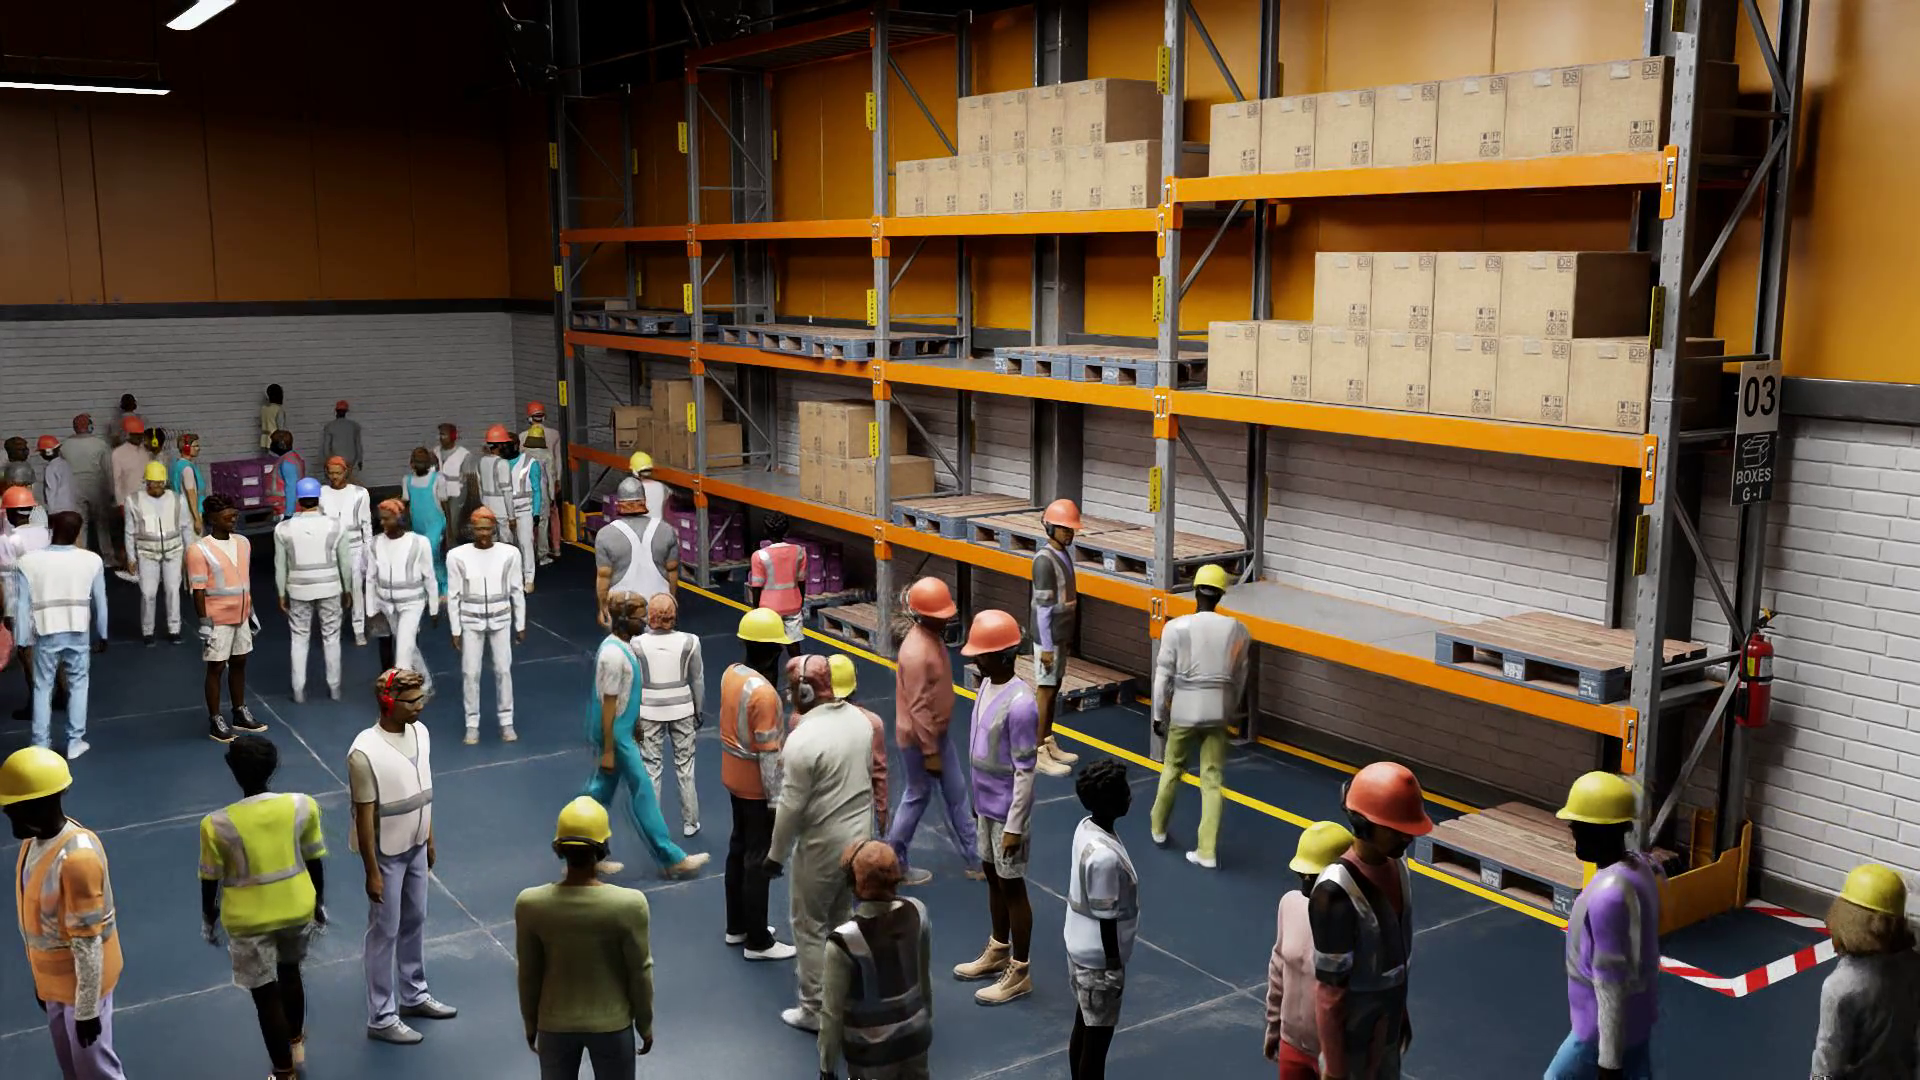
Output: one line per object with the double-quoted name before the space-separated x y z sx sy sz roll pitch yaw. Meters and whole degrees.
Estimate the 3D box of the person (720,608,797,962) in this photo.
"person" -1.098 1.315 9.040 0.379 1.922 0.592 -5 11 -28

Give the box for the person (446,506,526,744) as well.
"person" -3.687 0.664 13.003 0.590 1.875 0.358 -3 10 -19

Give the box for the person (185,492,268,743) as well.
"person" -5.784 0.598 13.124 0.367 1.966 0.607 3 10 18

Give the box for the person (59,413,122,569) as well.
"person" -10.592 -0.586 20.246 0.639 1.910 0.407 -1 10 -6

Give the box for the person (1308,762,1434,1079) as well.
"person" 1.492 1.775 6.055 0.409 2.028 0.616 7 12 36

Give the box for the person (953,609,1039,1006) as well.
"person" 0.188 1.350 8.499 0.380 2.039 0.607 -3 10 -19

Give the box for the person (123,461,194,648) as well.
"person" -7.830 0.128 16.284 0.613 1.827 0.404 -7 12 -35

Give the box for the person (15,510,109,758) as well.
"person" -6.824 0.720 12.682 0.629 1.873 0.449 -5 11 -29

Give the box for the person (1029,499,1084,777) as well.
"person" 0.719 0.706 12.279 0.394 2.040 0.609 3 10 17

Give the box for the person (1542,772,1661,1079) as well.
"person" 2.425 1.796 6.372 1.004 1.866 0.612 7 12 34

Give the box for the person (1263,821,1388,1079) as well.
"person" 1.331 1.887 6.146 0.316 1.769 0.523 -7 12 -37

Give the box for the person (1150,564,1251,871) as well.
"person" 1.509 1.092 10.524 0.619 1.867 0.824 -1 10 -7

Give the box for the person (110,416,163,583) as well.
"person" -9.663 -0.485 19.462 0.658 1.974 0.635 4 11 23

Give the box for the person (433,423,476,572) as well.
"person" -6.115 -0.551 20.315 0.570 1.817 0.846 6 12 33

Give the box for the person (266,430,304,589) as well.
"person" -7.697 -0.345 19.024 0.430 1.845 0.619 -4 10 -21

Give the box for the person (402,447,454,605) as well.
"person" -5.746 -0.111 17.842 0.548 1.786 0.977 3 10 17

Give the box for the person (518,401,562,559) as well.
"person" -5.319 -0.761 21.019 0.397 1.992 0.621 9 13 43

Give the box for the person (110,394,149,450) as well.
"person" -11.898 -1.181 23.922 0.516 1.843 0.327 -4 11 -25

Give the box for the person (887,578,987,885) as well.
"person" -0.083 1.163 9.898 0.901 1.935 0.651 2 10 10

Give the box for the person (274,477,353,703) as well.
"person" -5.510 0.429 14.222 0.621 1.935 0.414 -2 10 -14

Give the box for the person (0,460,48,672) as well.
"person" -8.538 0.253 14.930 0.706 2.000 0.957 3 10 17

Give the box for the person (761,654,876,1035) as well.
"person" -0.642 1.488 8.149 0.408 1.882 0.673 5 11 29

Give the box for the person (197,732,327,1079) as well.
"person" -3.179 1.687 7.554 0.542 1.672 0.622 -9 13 -44

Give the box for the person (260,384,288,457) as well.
"person" -10.182 -1.362 24.773 0.597 1.918 0.382 8 12 38

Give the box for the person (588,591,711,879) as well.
"person" -1.944 1.190 10.096 0.871 1.804 0.601 -2 10 -10

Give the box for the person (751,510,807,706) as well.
"person" -1.520 0.591 13.981 0.534 1.691 0.316 -7 12 -37

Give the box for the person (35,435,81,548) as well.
"person" -10.530 -0.364 19.444 0.419 1.741 0.584 -1 10 -6

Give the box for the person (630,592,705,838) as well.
"person" -1.917 1.151 10.840 0.514 1.641 0.308 -2 10 -13

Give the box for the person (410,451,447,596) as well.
"person" -5.984 -0.197 18.771 0.286 1.633 0.498 5 11 29

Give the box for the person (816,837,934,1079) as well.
"person" -0.295 1.932 6.298 0.576 1.626 0.354 -9 13 -41

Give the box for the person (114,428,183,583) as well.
"person" -9.371 -0.400 19.426 0.974 1.822 0.517 -2 10 -13

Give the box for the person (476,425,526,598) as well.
"person" -5.125 -0.310 18.533 0.543 1.940 0.361 8 13 39

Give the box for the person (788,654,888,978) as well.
"person" -0.652 1.446 8.801 0.539 1.744 0.372 1 10 4

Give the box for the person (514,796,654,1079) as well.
"person" -1.432 1.848 6.403 0.526 1.760 0.335 0 10 1

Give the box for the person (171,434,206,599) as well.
"person" -8.582 -0.264 18.538 0.389 1.847 0.567 -7 12 -35

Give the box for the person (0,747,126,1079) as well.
"person" -3.544 1.741 6.579 0.584 1.918 0.409 9 13 43

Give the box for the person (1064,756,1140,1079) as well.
"person" 0.609 1.754 7.123 0.318 1.700 0.535 -1 10 -4

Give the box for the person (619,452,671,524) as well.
"person" -3.243 0.004 17.030 0.618 1.821 0.441 -9 13 -42

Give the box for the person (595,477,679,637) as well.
"person" -2.647 0.491 13.537 0.687 2.000 0.535 -5 11 -27

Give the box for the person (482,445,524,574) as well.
"person" -5.509 -0.372 19.862 0.633 1.617 0.544 -2 10 -11

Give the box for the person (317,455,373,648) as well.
"person" -6.032 0.111 16.226 0.584 1.882 0.337 -3 10 -20

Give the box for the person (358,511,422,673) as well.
"person" -4.866 0.543 14.266 0.525 1.677 0.374 -1 10 -6

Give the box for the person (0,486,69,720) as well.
"person" -7.691 0.518 13.736 0.420 1.925 0.546 3 10 19

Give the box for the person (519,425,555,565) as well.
"person" -5.239 -0.554 20.584 0.491 1.728 0.324 1 10 6

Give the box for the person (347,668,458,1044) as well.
"person" -2.753 1.520 8.105 0.395 1.836 0.563 2 10 14

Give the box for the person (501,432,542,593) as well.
"person" -5.054 -0.308 18.817 0.632 1.840 0.429 1 10 6

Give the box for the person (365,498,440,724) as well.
"person" -4.636 0.556 13.801 0.579 1.830 1.025 2 10 13

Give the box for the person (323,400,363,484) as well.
"person" -9.003 -1.184 24.372 0.690 1.708 0.576 9 13 41

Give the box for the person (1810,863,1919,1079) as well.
"person" 3.155 1.975 5.754 0.494 1.726 0.613 -5 11 -27

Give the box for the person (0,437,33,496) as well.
"person" -10.373 -0.224 18.335 0.339 1.839 0.505 -2 10 -10
